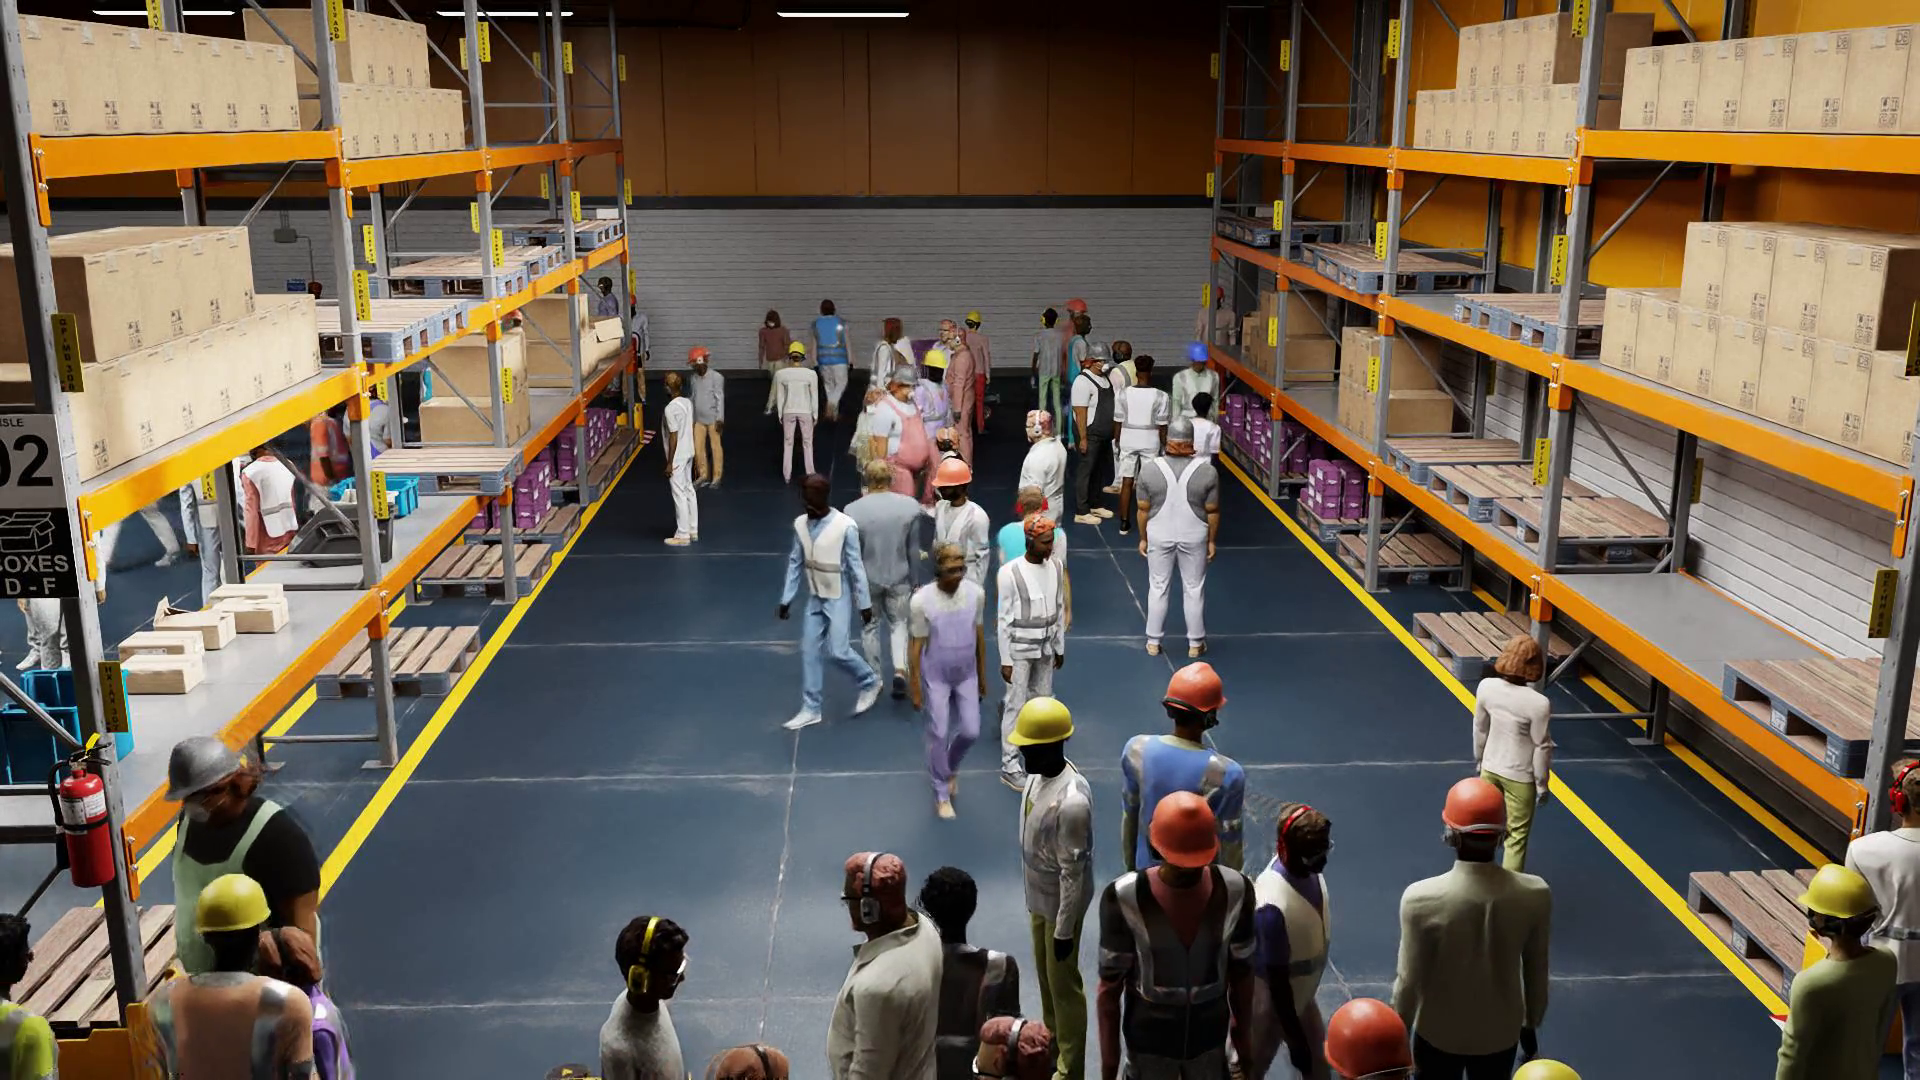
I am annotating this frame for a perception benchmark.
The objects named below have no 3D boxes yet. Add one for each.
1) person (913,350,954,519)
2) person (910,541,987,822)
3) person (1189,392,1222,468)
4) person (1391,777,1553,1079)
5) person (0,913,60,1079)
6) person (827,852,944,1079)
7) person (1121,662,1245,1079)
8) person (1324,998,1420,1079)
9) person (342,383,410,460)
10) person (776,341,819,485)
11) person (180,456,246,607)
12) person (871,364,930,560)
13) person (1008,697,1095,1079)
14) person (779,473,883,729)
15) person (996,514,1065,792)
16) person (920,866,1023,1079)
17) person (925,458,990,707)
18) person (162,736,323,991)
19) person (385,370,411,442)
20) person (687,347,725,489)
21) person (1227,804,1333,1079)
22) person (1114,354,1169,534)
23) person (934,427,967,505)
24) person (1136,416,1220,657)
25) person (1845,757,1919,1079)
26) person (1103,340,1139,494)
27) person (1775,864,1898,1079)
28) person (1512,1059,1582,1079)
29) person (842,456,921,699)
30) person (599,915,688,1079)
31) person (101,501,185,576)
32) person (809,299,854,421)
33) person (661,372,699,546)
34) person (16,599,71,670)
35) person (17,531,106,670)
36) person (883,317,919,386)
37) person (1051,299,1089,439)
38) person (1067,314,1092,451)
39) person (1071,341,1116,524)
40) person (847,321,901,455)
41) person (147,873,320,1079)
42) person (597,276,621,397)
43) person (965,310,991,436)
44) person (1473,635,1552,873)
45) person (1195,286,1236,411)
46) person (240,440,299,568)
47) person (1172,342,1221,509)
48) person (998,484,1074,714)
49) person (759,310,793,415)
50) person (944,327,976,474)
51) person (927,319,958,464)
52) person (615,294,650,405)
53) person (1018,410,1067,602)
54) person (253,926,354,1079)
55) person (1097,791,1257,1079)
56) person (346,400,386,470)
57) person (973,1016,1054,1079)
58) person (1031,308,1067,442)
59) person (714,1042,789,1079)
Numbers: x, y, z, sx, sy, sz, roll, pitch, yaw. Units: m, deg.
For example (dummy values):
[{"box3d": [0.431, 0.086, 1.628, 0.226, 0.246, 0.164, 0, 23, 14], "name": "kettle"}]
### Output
[{"box3d": [-0.256, -1.179, 18.620, 0.502, 1.910, 0.586, 8, 16, 28], "name": "person"}, {"box3d": [-0.077, 0.879, 10.670, 0.527, 1.834, 0.434, -4, 15, -16], "name": "person"}, {"box3d": [2.438, -0.709, 17.297, 0.536, 1.646, 0.903, 7, 16, 24], "name": "person"}, {"box3d": [1.958, 1.873, 6.466, 0.622, 1.990, 0.403, -2, 14, -8], "name": "person"}, {"box3d": [-3.389, 2.148, 5.992, 0.545, 1.673, 0.423, 6, 16, 23], "name": "person"}, {"box3d": [-0.280, 2.030, 6.053, 0.401, 1.895, 0.653, 3, 15, 12], "name": "person"}, {"box3d": [1.029, 1.545, 7.678, 0.608, 2.040, 0.399, 9, 17, 33], "name": "person"}, {"box3d": [1.175, 2.275, 4.885, 0.623, 1.990, 0.391, -11, 18, -38], "name": "person"}, {"box3d": [-5.749, -0.734, 16.601, 0.678, 2.000, 0.537, 7, 16, 27], "name": "person"}, {"box3d": [-1.985, -1.550, 20.376, 0.523, 1.759, 0.351, 1, 14, 4], "name": "person"}, {"box3d": [-6.432, -0.099, 14.384, 0.411, 1.906, 0.602, 8, 16, 29], "name": "person"}, {"box3d": [-0.682, -0.848, 17.046, 0.820, 2.000, 0.682, 6, 16, 24], "name": "person"}, {"box3d": [0.407, 1.627, 7.578, 0.397, 1.920, 0.587, -3, 15, -13], "name": "person"}, {"box3d": [-0.962, 0.450, 12.291, 0.648, 1.879, 0.745, 14, 20, 43], "name": "person"}, {"box3d": [0.483, 0.741, 11.138, 0.581, 1.879, 0.356, -12, 19, -40], "name": "person"}, {"box3d": [-0.016, 2.032, 6.477, 0.550, 1.655, 0.823, 2, 14, 7], "name": "person"}, {"box3d": [-0.022, 0.325, 12.657, 0.376, 1.934, 0.547, -13, 19, -42], "name": "person"}, {"box3d": [-2.984, 1.721, 6.961, 0.751, 2.000, 1.002, 5, 15, 20], "name": "person"}, {"box3d": [-7.839, -2.283, 22.890, 0.416, 1.939, 0.605, -11, 18, -37], "name": "person"}, {"box3d": [-3.056, -1.471, 20.179, 0.599, 1.707, 0.324, 10, 18, 36], "name": "person"}, {"box3d": [1.362, 1.895, 6.780, 0.967, 1.787, 0.599, 8, 16, 28], "name": "person"}, {"box3d": [1.946, -1.017, 17.887, 0.599, 1.958, 0.377, 3, 15, 13], "name": "person"}, {"box3d": [-0.088, -0.254, 15.536, 0.313, 1.634, 0.514, 3, 15, 12], "name": "person"}, {"box3d": [1.819, -0.037, 13.866, 0.688, 2.000, 0.538, 3, 15, 11], "name": "person"}, {"box3d": [3.959, 1.819, 6.992, 0.565, 1.836, 0.391, 1, 14, 5], "name": "person"}, {"box3d": [1.949, -1.473, 19.926, 0.430, 1.837, 0.629, 10, 18, 35], "name": "person"}, {"box3d": [3.232, 2.051, 6.238, 0.528, 1.761, 0.340, -6, 16, -23], "name": "person"}, {"box3d": [1.625, 2.346, 4.761, 0.582, 1.919, 0.386, 4, 15, 15], "name": "person"}, {"box3d": [-0.595, 0.321, 12.698, 0.628, 1.920, 0.619, -3, 15, -12], "name": "person"}, {"box3d": [-1.038, 2.142, 5.665, 0.328, 1.865, 0.519, 0, 14, 1], "name": "person"}, {"box3d": [-8.198, -0.594, 16.350, 0.610, 1.901, 0.996, 11, 18, 37], "name": "person"}, {"box3d": [-1.899, -2.614, 24.429, 0.646, 1.821, 0.647, 3, 15, 11], "name": "person"}, {"box3d": [-2.958, -0.852, 17.459, 0.327, 1.840, 0.517, 4, 15, 14], "name": "person"}, {"box3d": [-7.502, 0.130, 13.485, 0.586, 1.910, 0.395, 3, 15, 12], "name": "person"}, {"box3d": [-6.801, 0.351, 12.579, 0.635, 1.932, 0.363, -7, 16, -26], "name": "person"}, {"box3d": [-0.797, -2.118, 22.477, 0.480, 1.808, 0.588, 1, 14, 5], "name": "person"}, {"box3d": [1.607, -2.365, 23.147, 0.506, 1.974, 0.635, 3, 15, 10], "name": "person"}, {"box3d": [1.628, -2.115, 22.414, 0.346, 1.846, 0.506, -4, 15, -15], "name": "person"}, {"box3d": [1.517, -1.201, 18.435, 0.535, 2.000, 0.681, 8, 16, 27], "name": "person"}, {"box3d": [-1.016, -1.978, 21.940, 1.033, 1.817, 0.651, -2, 14, -10], "name": "person"}, {"box3d": [-2.481, 2.089, 5.800, 0.584, 1.903, 0.464, 0, 14, 0], "name": "person"}, {"box3d": [-5.653, -3.272, 26.769, 0.372, 1.940, 0.631, -5, 15, -18], "name": "person"}, {"box3d": [0.193, -2.359, 23.530, 0.525, 1.769, 0.309, 6, 16, 23], "name": "person"}, {"box3d": [3.093, 1.323, 9.335, 0.279, 1.634, 0.497, -9, 17, -31], "name": "person"}, {"box3d": [3.795, -2.795, 24.781, 0.612, 1.994, 0.395, 5, 15, 18], "name": "person"}, {"box3d": [-5.858, -0.048, 14.179, 0.401, 1.909, 0.599, 4, 15, 14], "name": "person"}, {"box3d": [2.732, -1.304, 19.085, 0.618, 1.912, 0.827, -3, 15, -11], "name": "person"}, {"box3d": [0.516, 0.506, 12.216, 0.634, 1.801, 0.728, 12, 18, 38], "name": "person"}, {"box3d": [-2.788, -2.712, 25.276, 0.517, 1.582, 0.851, 6, 16, 23], "name": "person"}, {"box3d": [-0.013, -1.702, 20.699, 0.401, 1.899, 0.636, 2, 14, 9], "name": "person"}, {"box3d": [-0.159, -1.889, 21.401, 0.643, 1.909, 0.410, 10, 18, 35], "name": "person"}, {"box3d": [-5.123, -2.988, 26.023, 0.563, 1.751, 0.330, -3, 15, -12], "name": "person"}, {"box3d": [0.717, -0.225, 14.897, 0.398, 1.898, 0.646, 6, 16, 23], "name": "person"}, {"box3d": [-2.362, 2.158, 6.068, 0.320, 1.631, 0.525, -10, 17, -34], "name": "person"}, {"box3d": [0.822, 1.895, 6.318, 0.611, 2.030, 0.409, -2, 14, -7], "name": "person"}, {"box3d": [-7.565, -1.869, 21.173, 0.616, 1.986, 0.407, 3, 15, 13], "name": "person"}, {"box3d": [0.199, 2.305, 4.973, 0.399, 1.898, 0.649, 2, 14, 7], "name": "person"}, {"box3d": [1.234, -2.273, 23.003, 0.529, 1.863, 0.322, -4, 15, -14], "name": "person"}, {"box3d": [-0.636, 2.363, 5.294, 0.720, 1.599, 0.589, -5, 15, -19], "name": "person"}]
